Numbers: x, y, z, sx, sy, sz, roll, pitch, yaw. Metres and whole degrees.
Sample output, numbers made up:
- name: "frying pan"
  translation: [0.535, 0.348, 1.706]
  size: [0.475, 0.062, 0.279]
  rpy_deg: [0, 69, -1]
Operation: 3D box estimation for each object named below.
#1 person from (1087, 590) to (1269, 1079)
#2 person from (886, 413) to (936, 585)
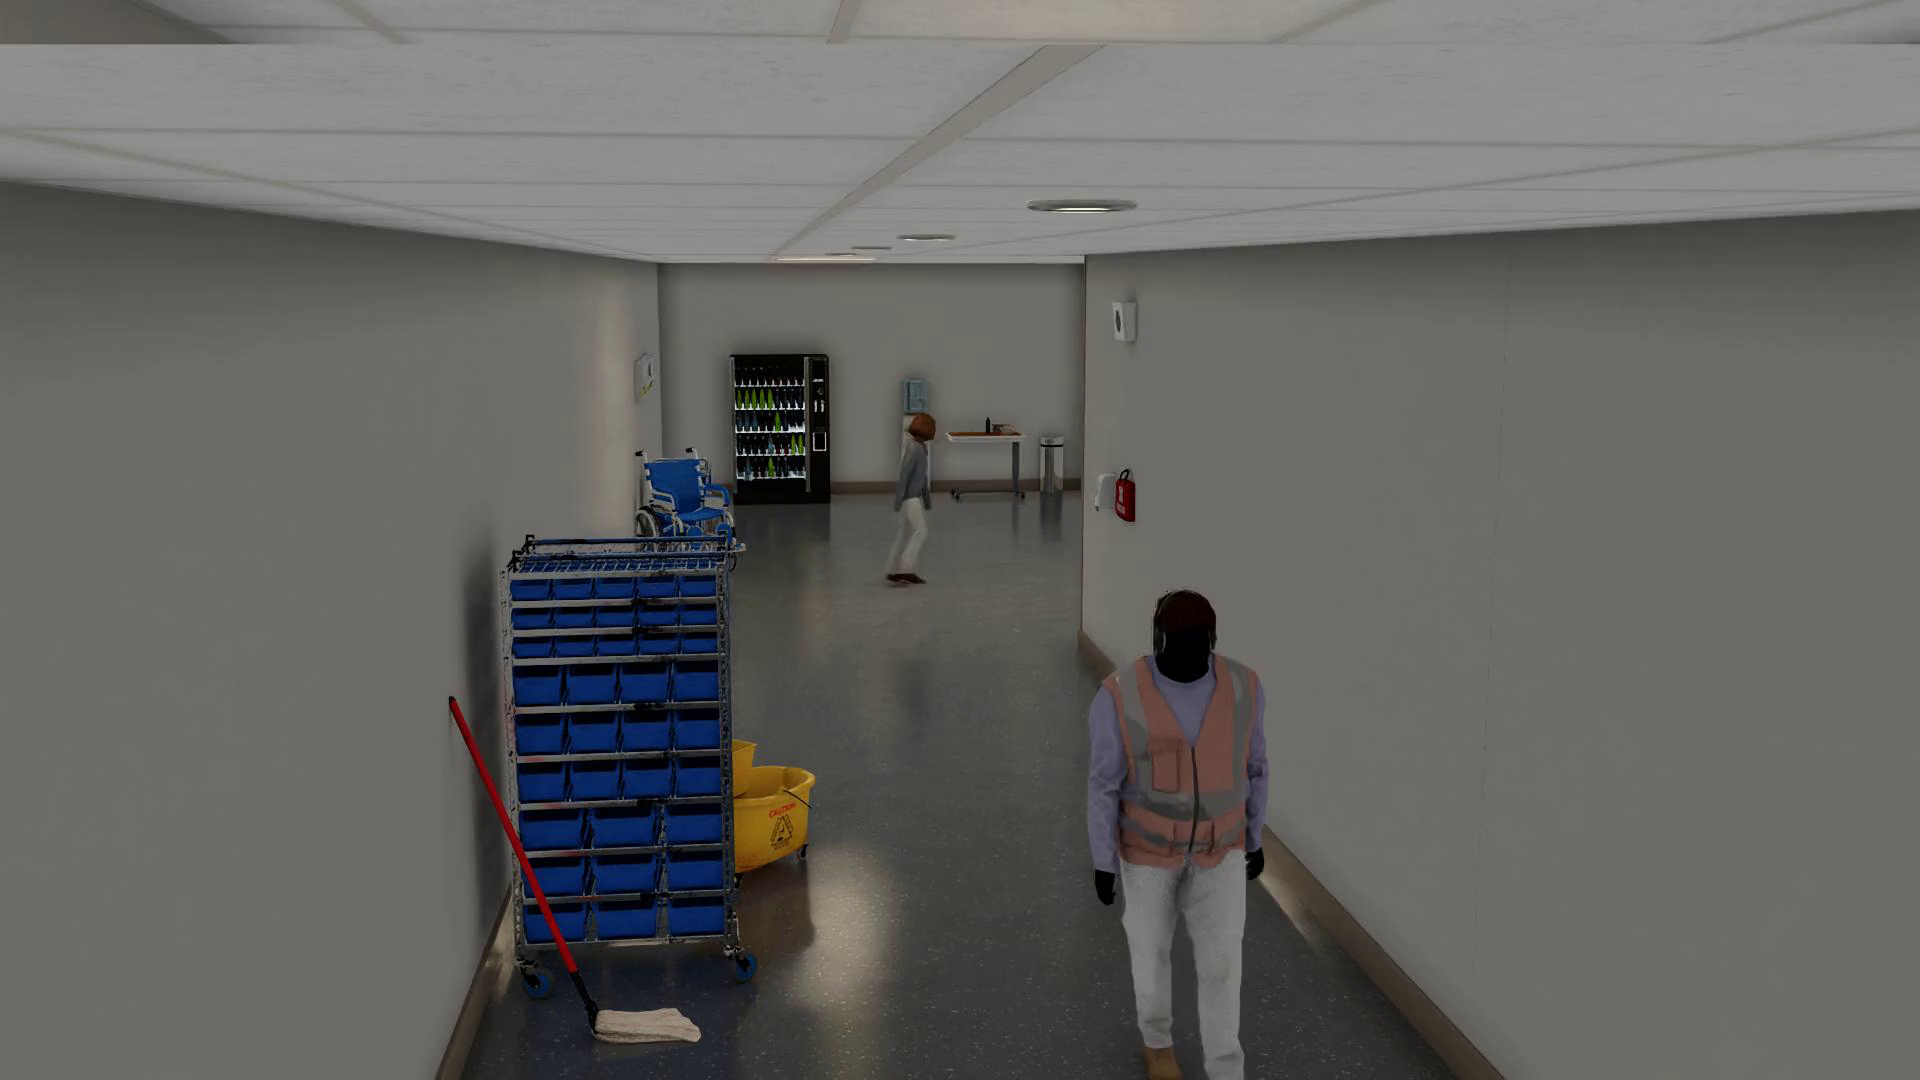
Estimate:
- name: "person"
  translation: [0.769, 1.085, 5.647]
  size: [0.659, 1.813, 0.840]
  rpy_deg: [-1, 9, -5]
- name: "person"
  translation: [-0.462, -0.379, 15.421]
  size: [0.494, 1.595, 0.519]
  rpy_deg: [1, 9, 4]
